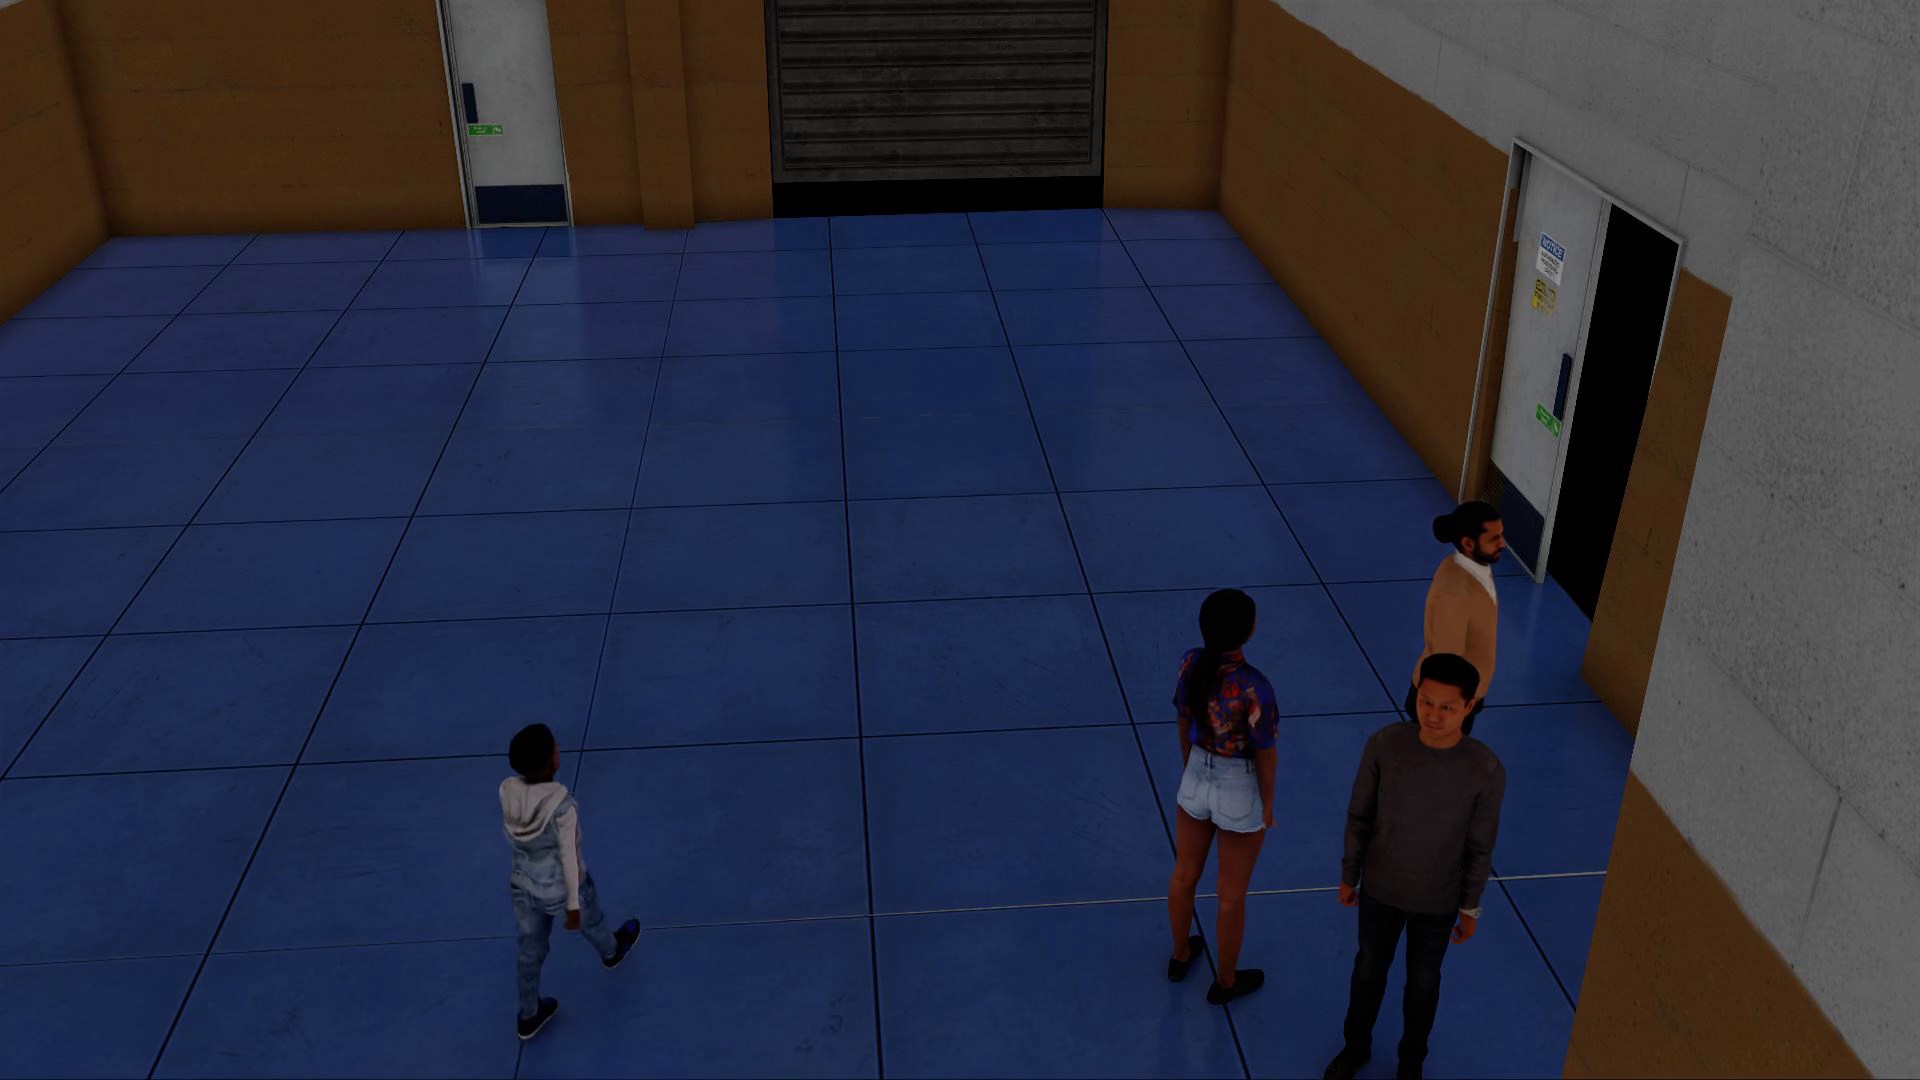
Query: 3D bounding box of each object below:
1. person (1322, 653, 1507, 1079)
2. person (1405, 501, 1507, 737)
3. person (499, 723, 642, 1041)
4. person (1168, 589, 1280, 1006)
[{"bbox_3d":[1.549,1.168,5.665,0.649,1.769,0.773,-9,28,-17],"label":"person"},{"bbox_3d":[1.973,0.637,6.721,0.746,1.754,0.751,11,29,20],"label":"person"},{"bbox_3d":[-1.535,1.276,6.051,0.852,1.228,0.770,10,29,19],"label":"person"},{"bbox_3d":[0.960,0.943,6.139,0.663,1.742,0.714,23,35,37],"label":"person"}]
